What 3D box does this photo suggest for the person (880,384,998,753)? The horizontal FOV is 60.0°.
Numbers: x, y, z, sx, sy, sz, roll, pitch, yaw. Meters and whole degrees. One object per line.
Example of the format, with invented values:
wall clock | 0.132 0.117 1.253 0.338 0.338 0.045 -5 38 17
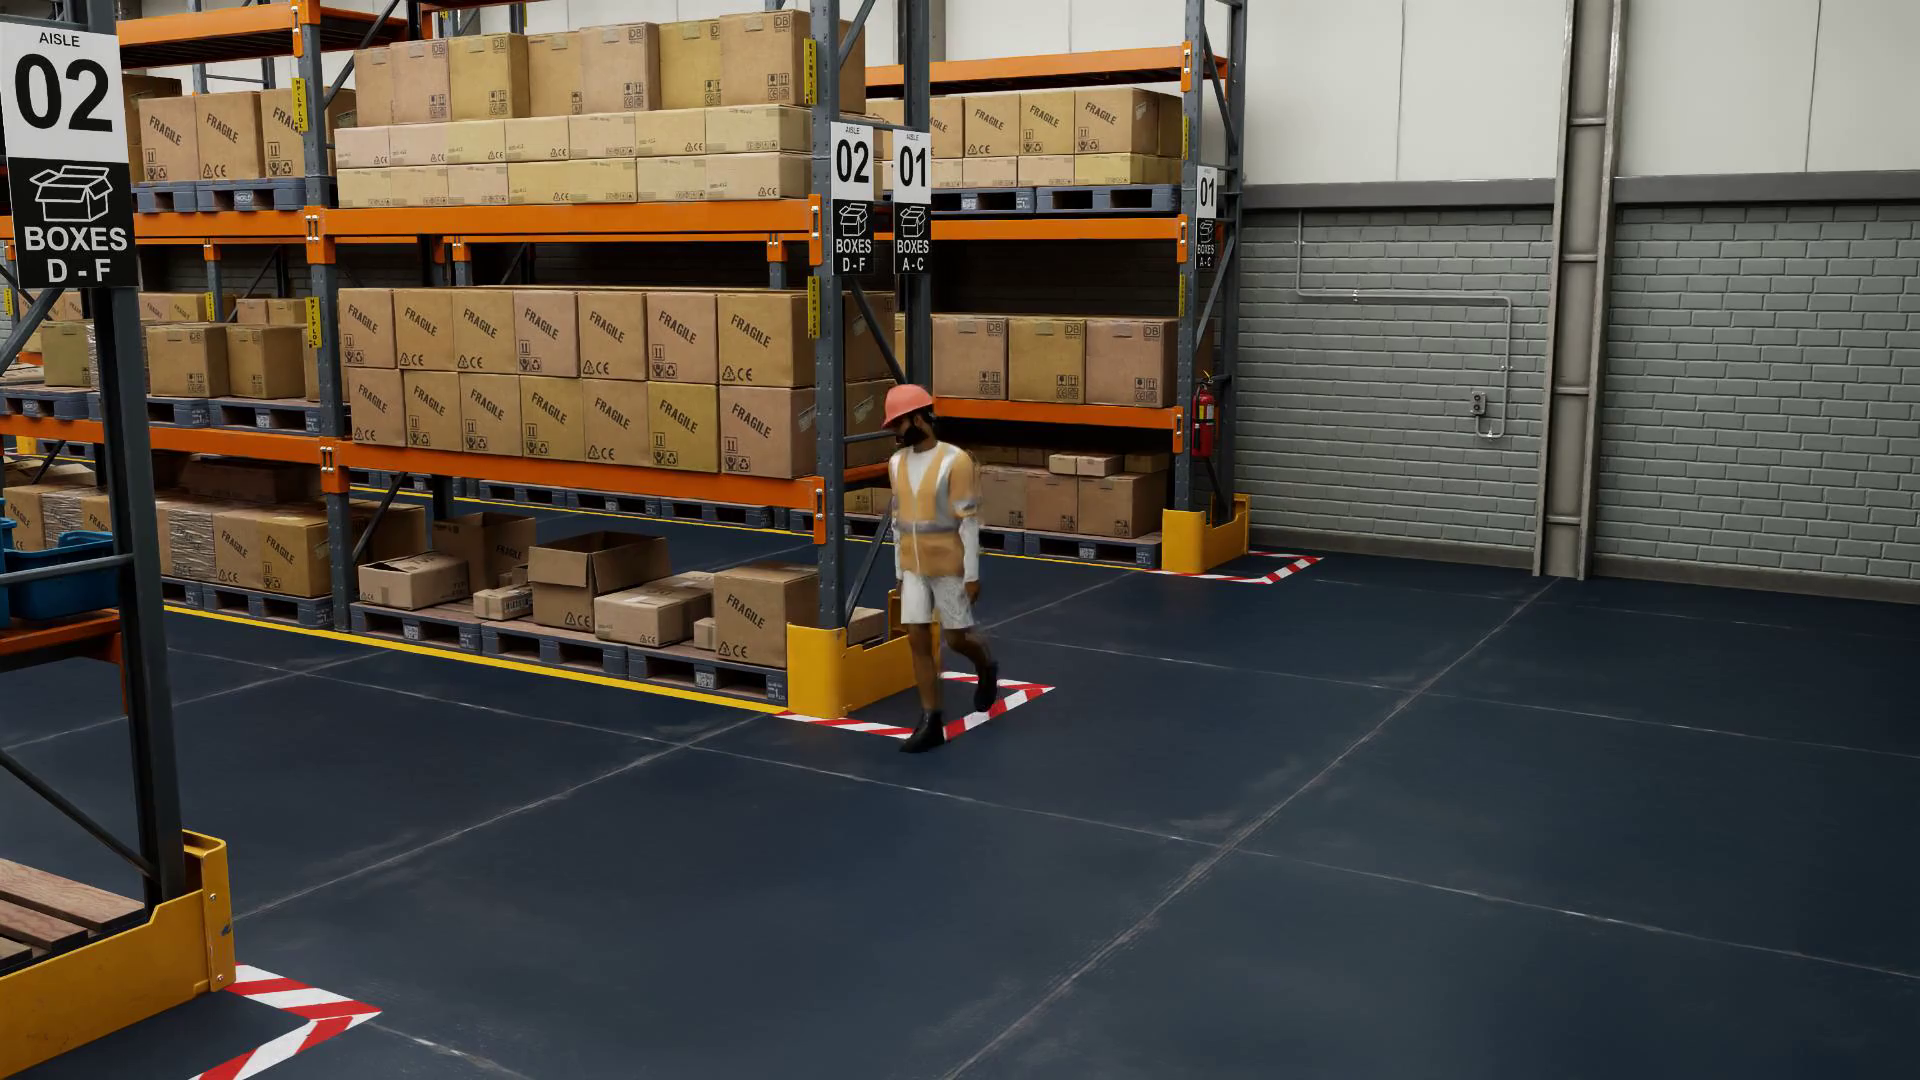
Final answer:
person | -0.098 0.117 8.720 0.592 1.877 0.815 7 12 34
